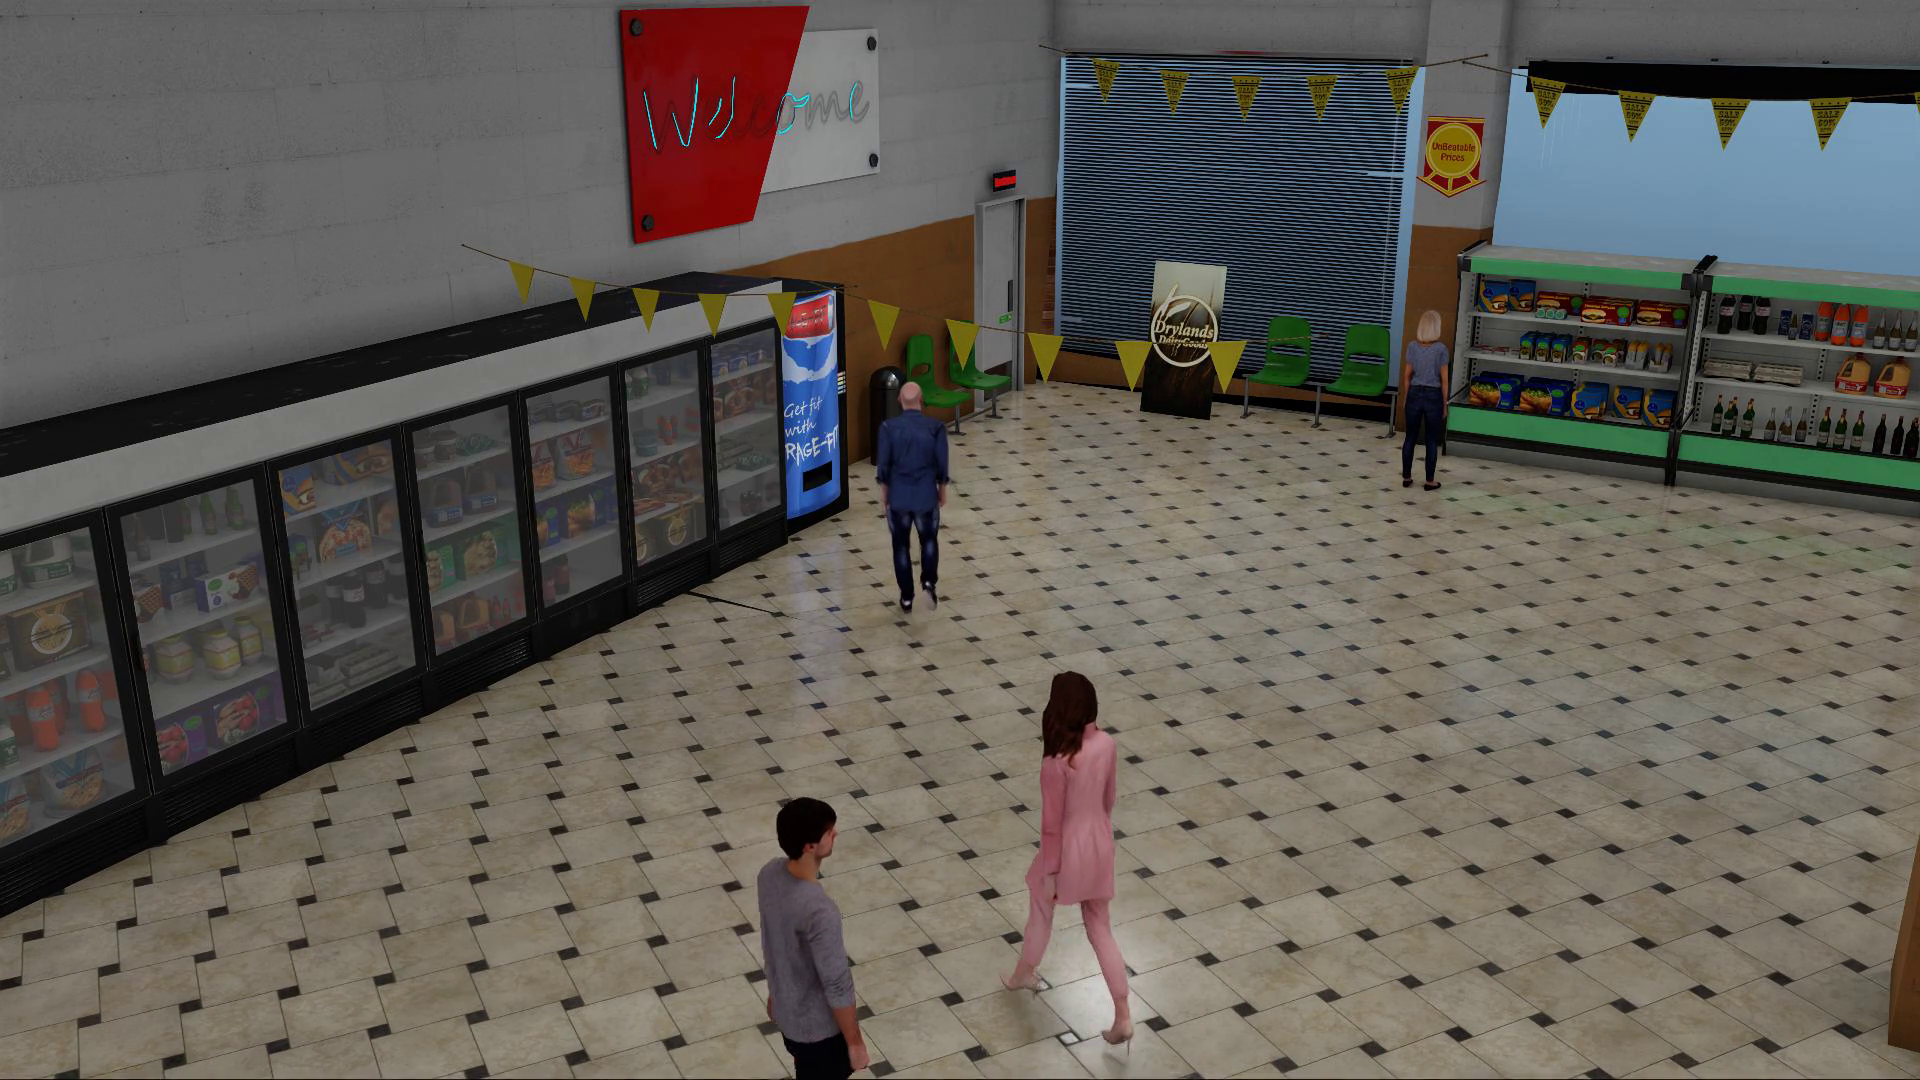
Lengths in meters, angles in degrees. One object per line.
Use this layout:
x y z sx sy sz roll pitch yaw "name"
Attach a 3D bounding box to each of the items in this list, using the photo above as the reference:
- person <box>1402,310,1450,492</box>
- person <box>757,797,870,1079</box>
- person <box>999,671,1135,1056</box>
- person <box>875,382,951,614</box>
4.425 -1.332 15.832 0.459 1.722 0.645 12 22 32 "person"
-0.644 1.828 6.292 0.871 1.829 0.793 -9 21 -25 "person"
0.584 1.480 7.440 0.937 1.755 1.175 -12 22 -33 "person"
-0.361 -0.275 12.557 0.952 1.812 1.005 -2 19 -5 "person"
